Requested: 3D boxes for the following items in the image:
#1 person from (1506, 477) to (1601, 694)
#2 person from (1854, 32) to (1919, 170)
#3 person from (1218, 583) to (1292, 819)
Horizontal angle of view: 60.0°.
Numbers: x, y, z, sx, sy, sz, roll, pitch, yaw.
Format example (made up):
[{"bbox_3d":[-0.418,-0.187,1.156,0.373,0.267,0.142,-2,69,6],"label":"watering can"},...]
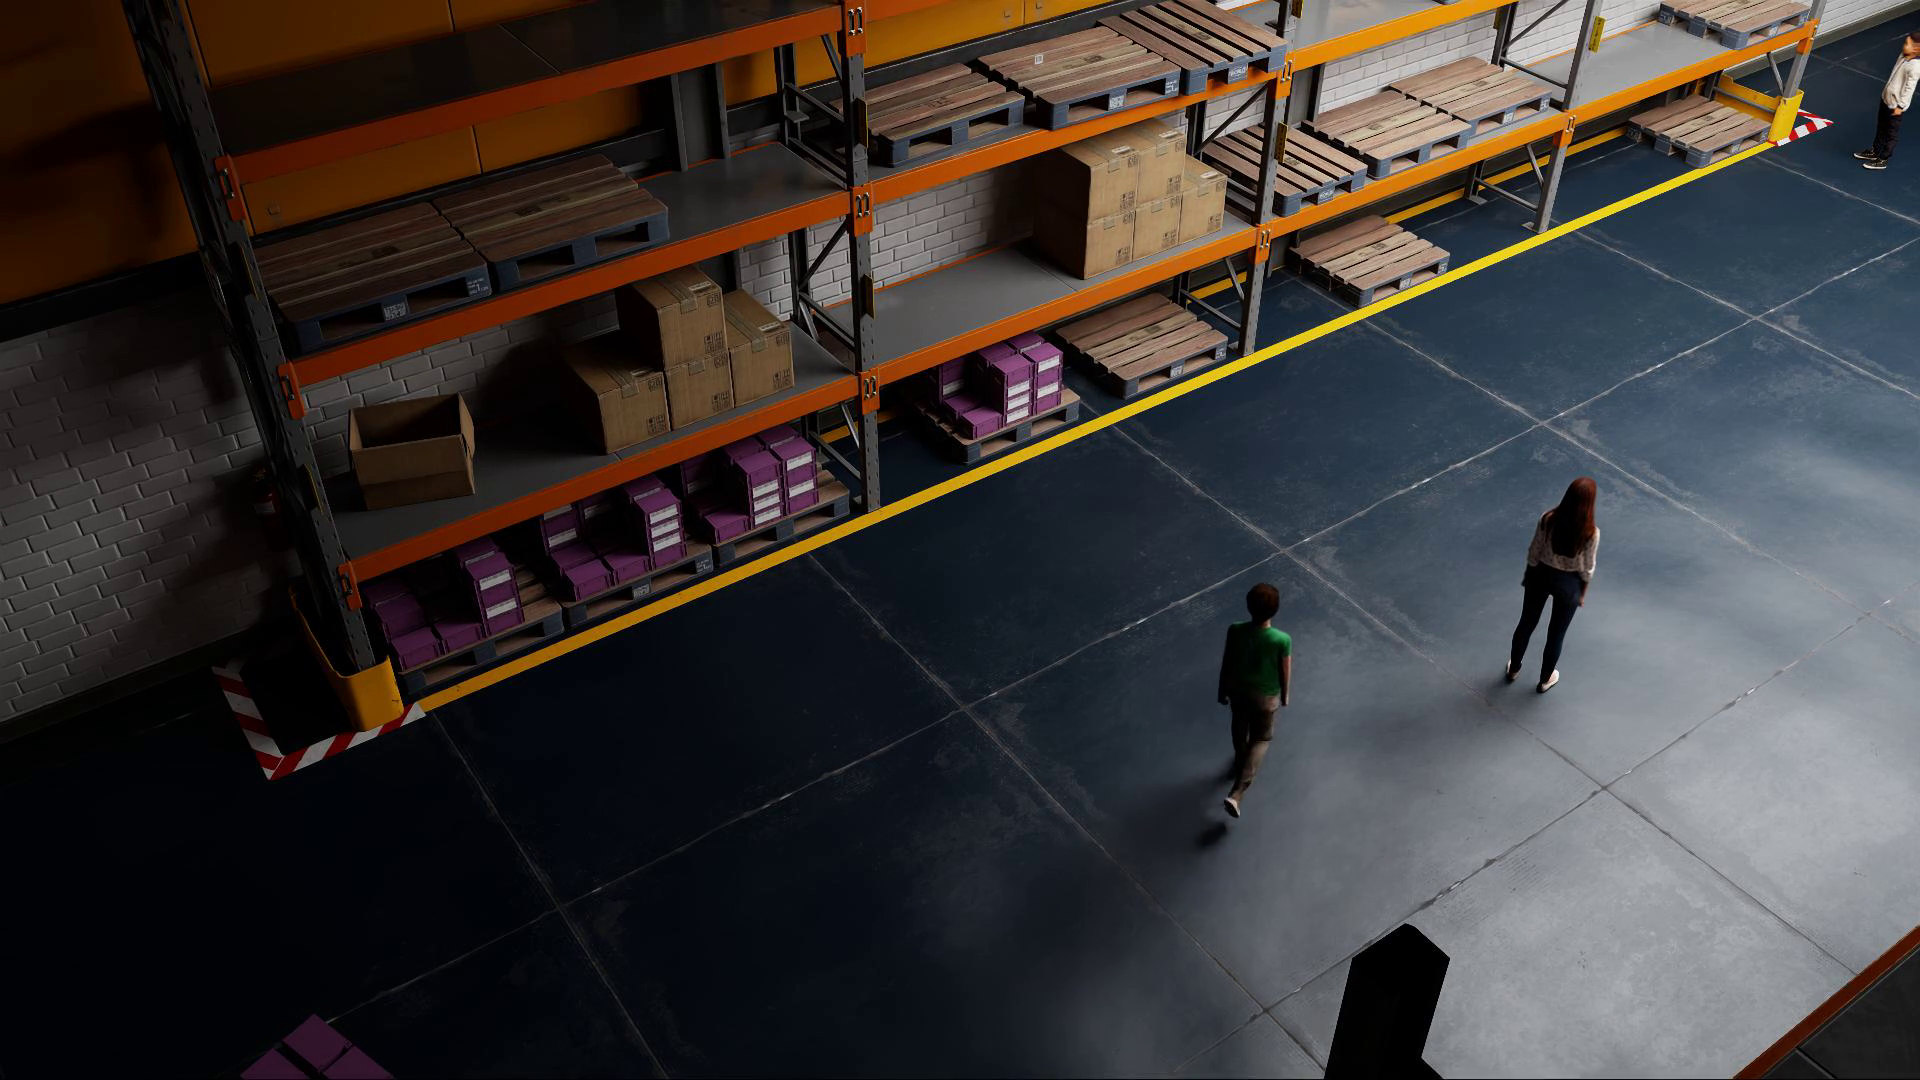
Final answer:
[{"bbox_3d":[3.981,0.287,11.129,0.646,1.728,0.619,22,43,25],"label":"person"},{"bbox_3d":[9.866,-4.635,17.512,0.692,1.453,0.664,0,39,1],"label":"person"},{"bbox_3d":[1.804,1.007,10.307,0.885,1.629,1.096,17,42,20],"label":"person"}]
